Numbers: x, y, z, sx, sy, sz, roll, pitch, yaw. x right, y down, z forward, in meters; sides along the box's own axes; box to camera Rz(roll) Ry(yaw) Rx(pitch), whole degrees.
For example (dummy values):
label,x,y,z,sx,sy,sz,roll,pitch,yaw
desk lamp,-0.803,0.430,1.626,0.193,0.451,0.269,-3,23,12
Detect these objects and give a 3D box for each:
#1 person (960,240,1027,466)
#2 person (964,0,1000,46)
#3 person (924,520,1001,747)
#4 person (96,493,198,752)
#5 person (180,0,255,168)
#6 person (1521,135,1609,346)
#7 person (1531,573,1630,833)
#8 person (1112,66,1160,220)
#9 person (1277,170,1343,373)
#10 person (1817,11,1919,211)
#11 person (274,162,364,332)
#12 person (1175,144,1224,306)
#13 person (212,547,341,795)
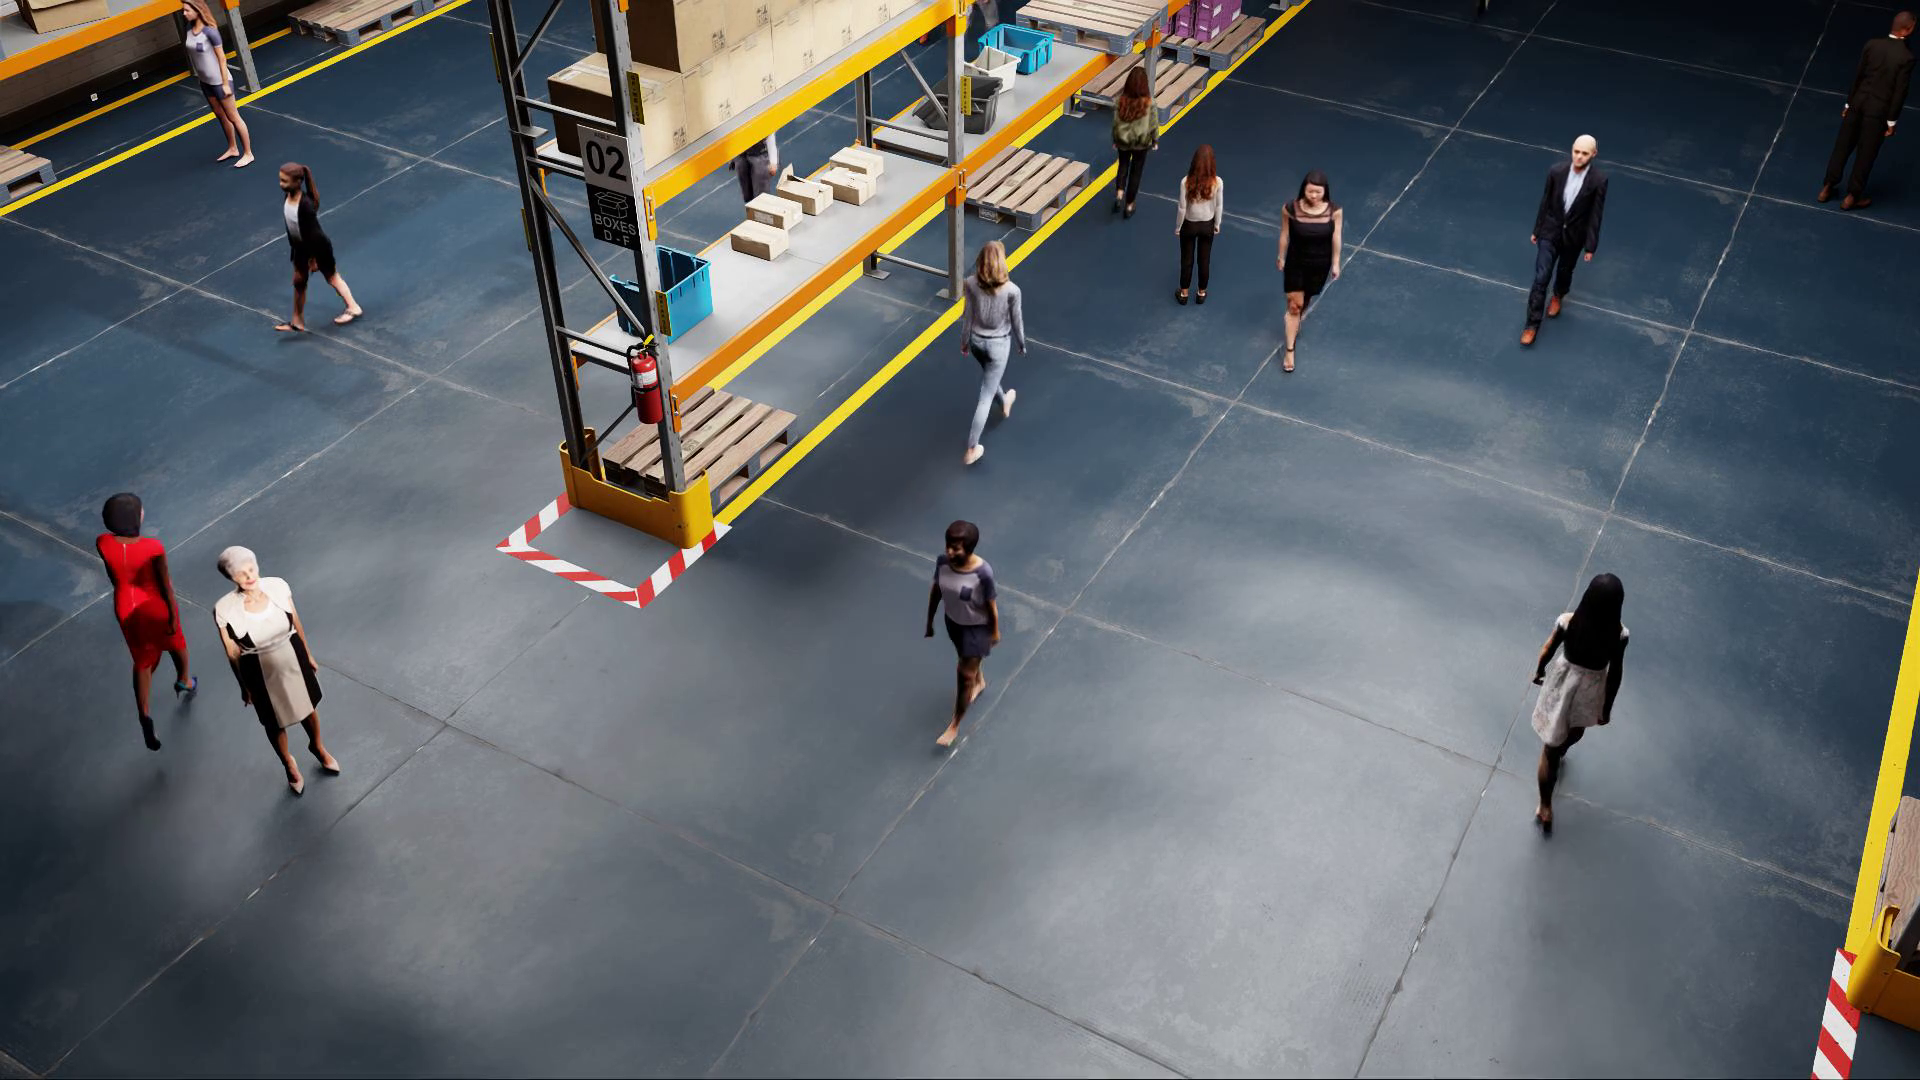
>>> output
label,x,y,z,sx,sy,sz,roll,pitch,yaw
person,0.200,-1.373,12.521,0.706,1.738,1.213,15,41,18
person,0.132,-6.073,18.413,0.735,1.729,1.139,29,47,31
person,0.084,0.467,10.379,0.646,1.535,0.928,25,45,27
person,-5.001,0.517,10.178,0.980,1.709,1.138,-5,39,-7
person,-7.395,-4.577,16.538,0.598,1.732,0.539,22,43,25
person,5.111,-2.591,14.018,0.716,1.774,1.146,18,42,21
person,3.517,0.979,9.573,0.731,1.742,1.045,14,41,16
person,1.619,-3.712,15.669,0.613,1.464,0.588,14,41,17
person,2.859,-2.291,13.721,0.939,1.675,1.144,3,39,4
person,8.639,-4.070,15.766,0.781,1.903,0.793,-23,44,-26
person,-5.423,-2.507,14.109,0.670,1.529,1.007,28,46,30
person,2.065,-2.724,14.415,0.615,1.485,0.635,0,39,0
person,-4.055,0.754,9.843,0.581,1.756,0.744,-30,48,-32
